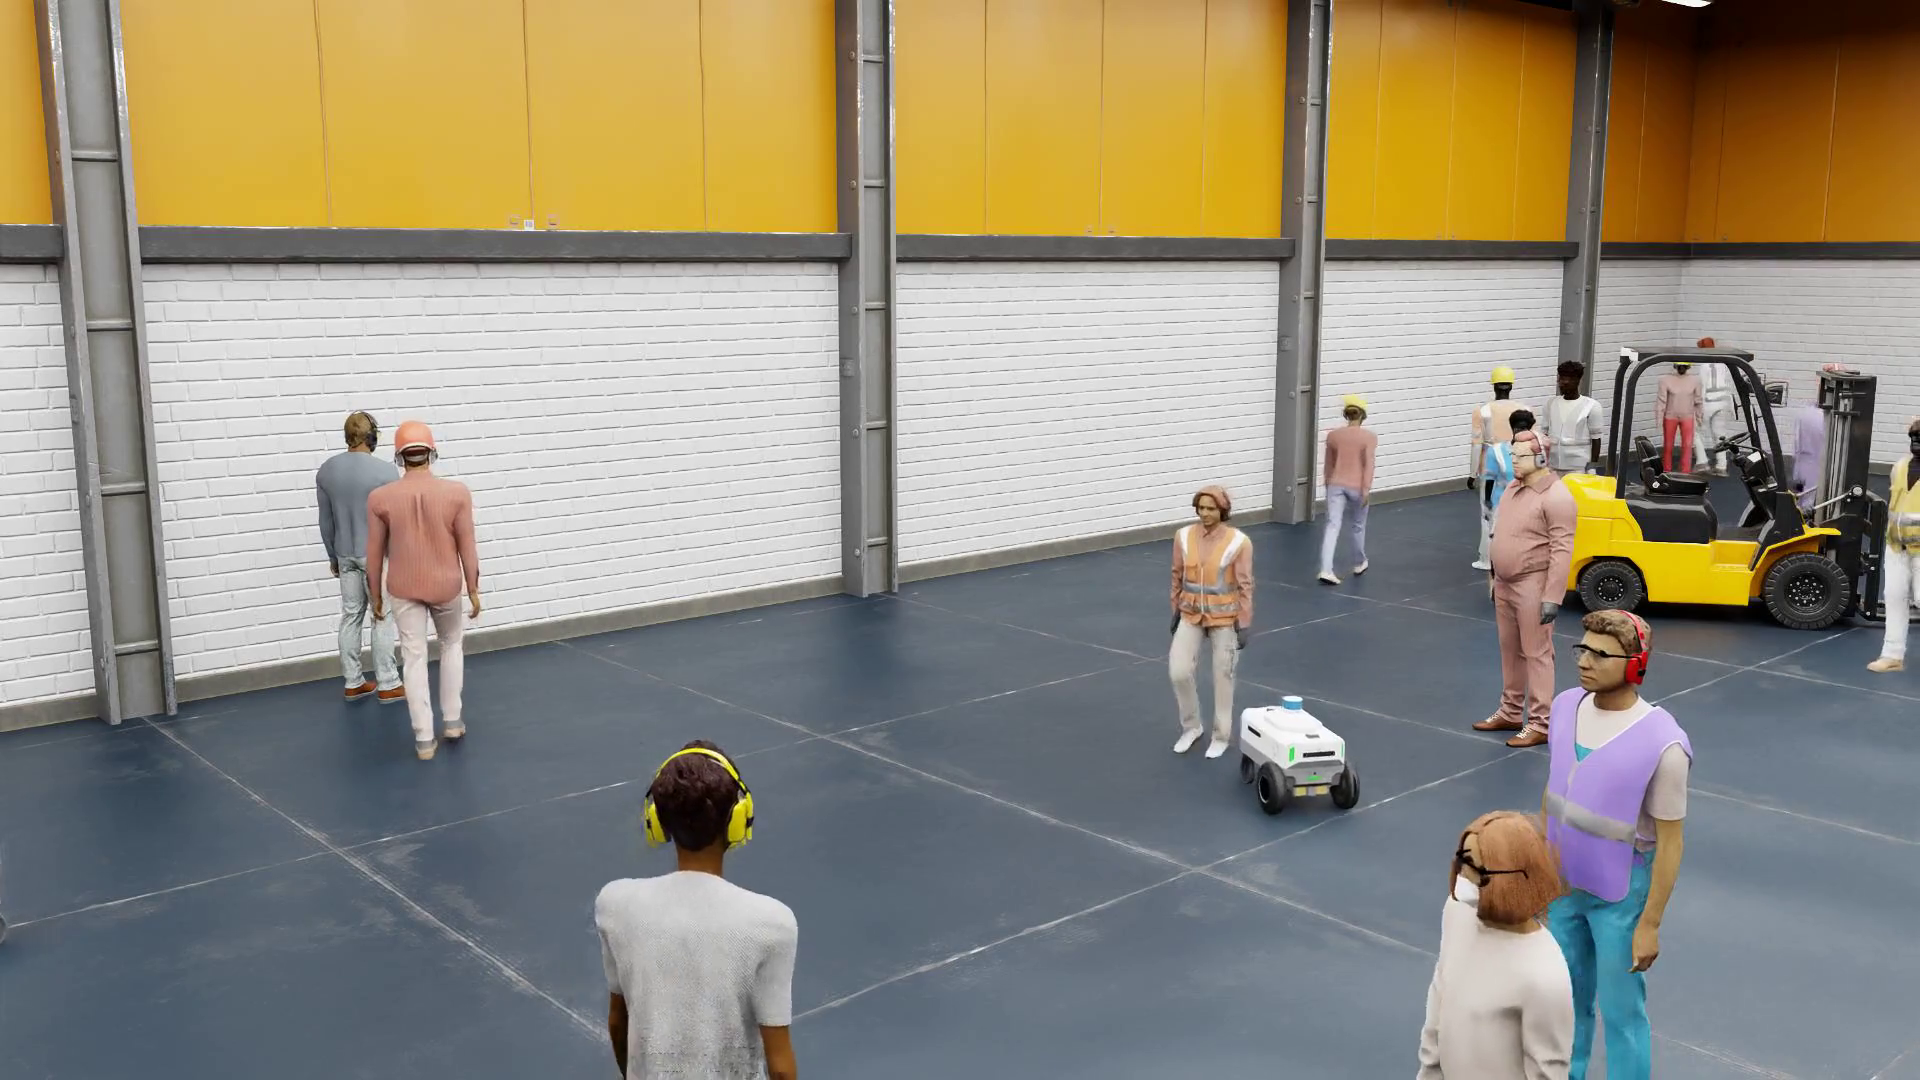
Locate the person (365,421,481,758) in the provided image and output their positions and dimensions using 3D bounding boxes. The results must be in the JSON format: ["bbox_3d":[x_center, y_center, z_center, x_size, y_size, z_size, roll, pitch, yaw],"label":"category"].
[{"bbox_3d":[-3.202,0.268,9.945,0.647,1.969,0.715,-3,10,-16],"label":"person"}]

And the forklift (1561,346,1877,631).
[{"bbox_3d":[6.109,-0.478,13.691,2.313,2.155,1.214,3,10,16],"label":"forklift"}]

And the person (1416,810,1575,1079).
[{"bbox_3d":[1.374,1.438,4.158,0.680,1.613,0.504,-1,10,-8],"label":"person"}]

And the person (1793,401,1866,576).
[{"bbox_3d":[7.843,-0.517,14.876,0.963,1.857,0.679,1,10,6],"label":"person"}]

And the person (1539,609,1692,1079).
[{"bbox_3d":[2.062,1.123,5.327,0.390,1.848,0.565,-4,10,-21],"label":"person"}]

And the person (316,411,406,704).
[{"bbox_3d":[-3.903,0.119,10.956,0.635,1.933,0.359,3,10,19],"label":"person"}]

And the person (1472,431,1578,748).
[{"bbox_3d":[3.402,0.288,10.048,0.409,1.905,0.652,-2,10,-13],"label":"person"}]

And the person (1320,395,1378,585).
[{"bbox_3d":[3.498,-0.459,15.063,0.526,1.684,0.984,6,12,33],"label":"person"}]

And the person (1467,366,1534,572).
[{"bbox_3d":[5.043,-0.664,15.566,0.593,1.922,0.384,-1,10,-3],"label":"person"}]

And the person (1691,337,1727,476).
[{"bbox_3d":[10.025,-1.776,22.273,0.718,1.852,0.606,-8,13,-40],"label":"person"}]

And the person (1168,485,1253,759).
[{"bbox_3d":[1.453,0.486,9.701,0.538,1.623,0.430,6,12,32],"label":"person"}]

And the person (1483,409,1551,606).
[{"bbox_3d":[4.669,-0.265,13.949,0.538,1.670,0.507,2,10,9],"label":"person"}]

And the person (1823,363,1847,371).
[{"bbox_3d":[8.507,-0.776,16.295,0.404,1.903,0.636,-1,10,-3],"label":"person"}]

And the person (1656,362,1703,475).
[{"bbox_3d":[9.181,-1.530,21.213,0.575,1.720,0.864,3,10,16],"label":"person"}]

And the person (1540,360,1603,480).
[{"bbox_3d":[5.773,-0.726,15.811,0.362,1.962,0.614,-9,13,-42],"label":"person"}]

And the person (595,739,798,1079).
[{"bbox_3d":[-0.585,1.372,3.885,0.501,1.850,0.718,1,10,8],"label":"person"}]

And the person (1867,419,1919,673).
[{"bbox_3d":[6.816,0.043,11.729,0.683,1.820,0.638,-3,10,-18],"label":"person"}]

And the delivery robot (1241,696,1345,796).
[{"bbox_3d":[1.798,1.091,9.022,0.477,0.478,0.707,-2,10,-12],"label":"delivery robot"}]
